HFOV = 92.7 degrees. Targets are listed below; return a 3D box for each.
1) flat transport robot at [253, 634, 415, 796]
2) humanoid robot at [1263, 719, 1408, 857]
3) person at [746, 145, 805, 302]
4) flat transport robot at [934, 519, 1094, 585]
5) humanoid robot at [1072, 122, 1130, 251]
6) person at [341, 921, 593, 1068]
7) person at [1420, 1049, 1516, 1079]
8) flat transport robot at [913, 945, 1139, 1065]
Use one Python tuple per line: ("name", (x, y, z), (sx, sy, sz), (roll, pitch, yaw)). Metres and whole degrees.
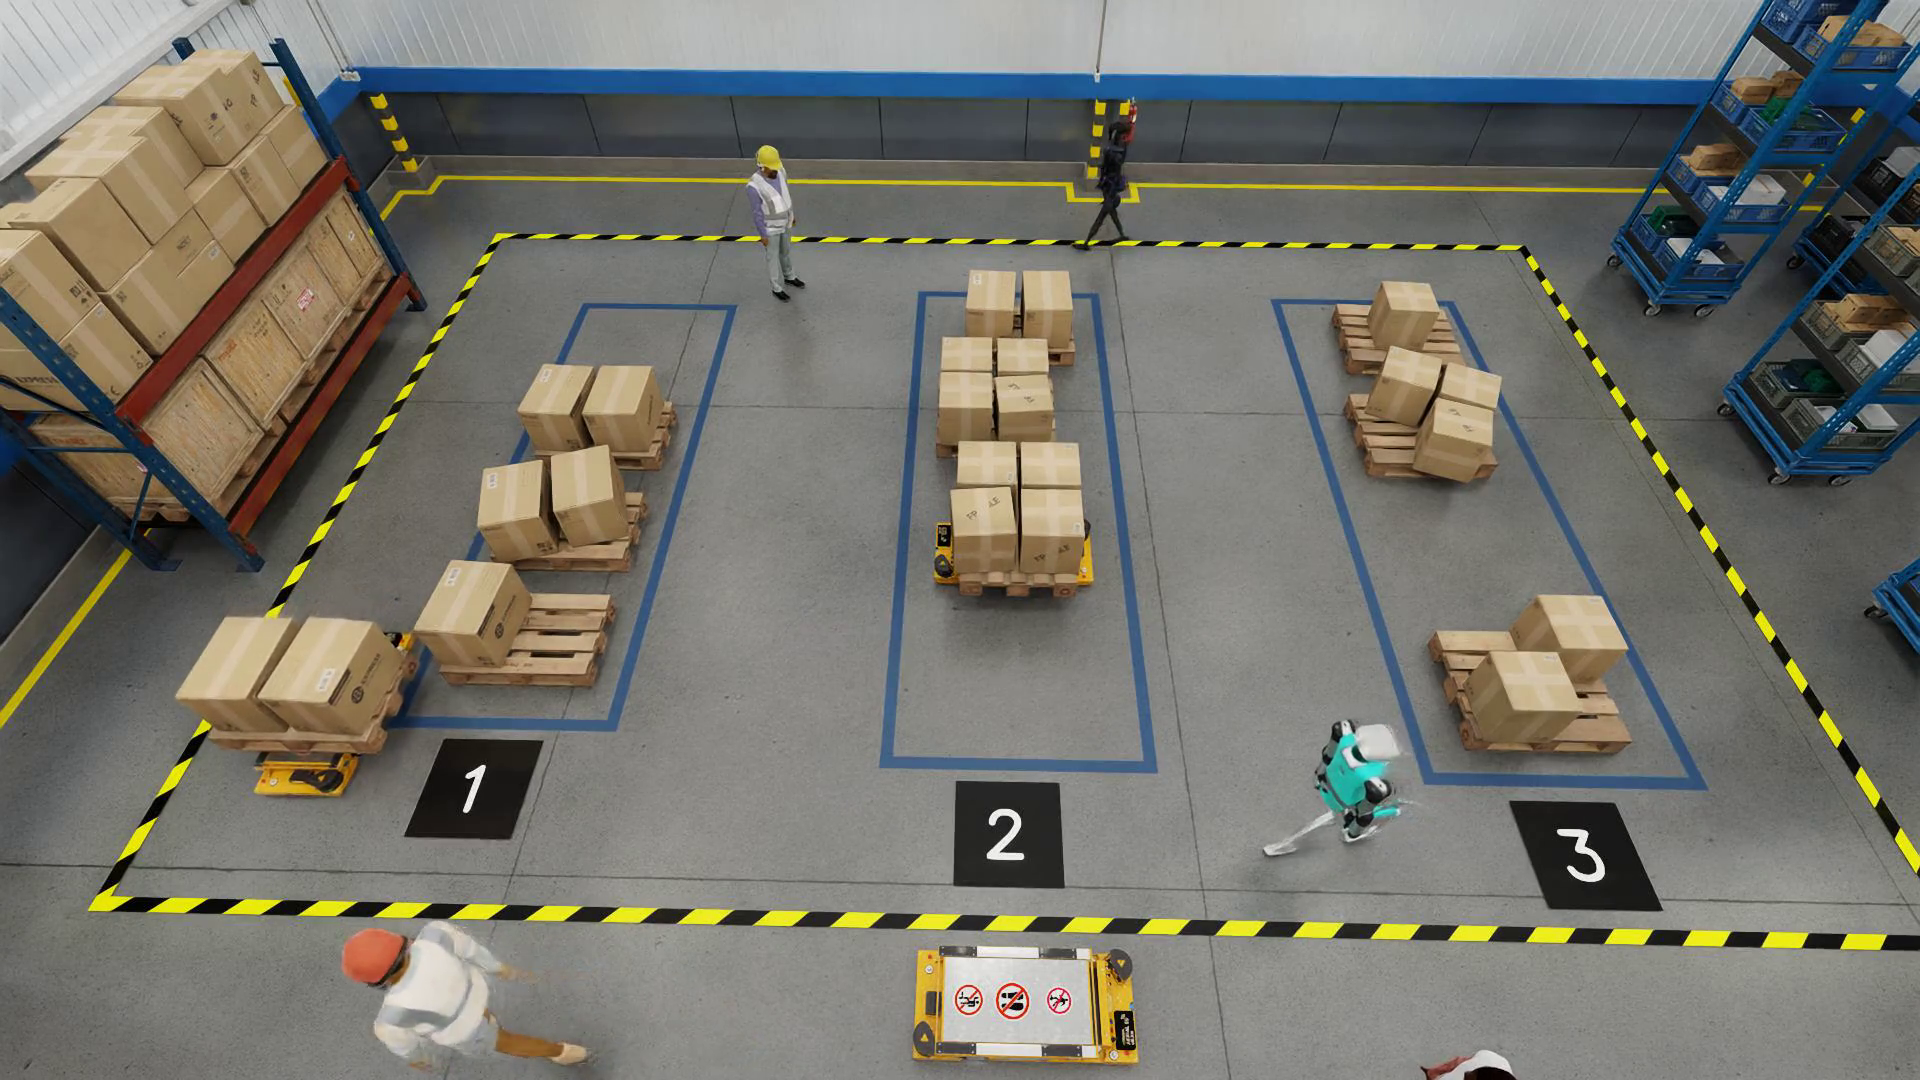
("flat transport robot", (-5.027, 1.343, 7.373), (0.652, 0.197, 1.431), (1, 51, 1))
("humanoid robot", (2.755, 1.705, 6.189), (1.035, 1.777, 0.536), (-11, 52, -9))
("person", (-2.078, -3.597, 10.415), (0.403, 1.823, 0.588), (25, 55, 19))
("flat transport robot", (0.490, 0.087, 8.397), (1.431, 0.197, 0.652), (1, 51, 1))
("humanoid robot", (1.796, -4.276, 11.092), (0.790, 1.621, 0.585), (-7, 51, -6))
("person", (-2.802, 2.646, 5.216), (0.970, 2.003, 0.609), (1, 51, 1))
("person", (2.549, 3.115, 4.884), (0.372, 1.915, 0.593), (23, 54, 17))
("flat transport robot", (0.422, 3.041, 6.007), (1.431, 0.231, 0.659), (1, 51, 1))
